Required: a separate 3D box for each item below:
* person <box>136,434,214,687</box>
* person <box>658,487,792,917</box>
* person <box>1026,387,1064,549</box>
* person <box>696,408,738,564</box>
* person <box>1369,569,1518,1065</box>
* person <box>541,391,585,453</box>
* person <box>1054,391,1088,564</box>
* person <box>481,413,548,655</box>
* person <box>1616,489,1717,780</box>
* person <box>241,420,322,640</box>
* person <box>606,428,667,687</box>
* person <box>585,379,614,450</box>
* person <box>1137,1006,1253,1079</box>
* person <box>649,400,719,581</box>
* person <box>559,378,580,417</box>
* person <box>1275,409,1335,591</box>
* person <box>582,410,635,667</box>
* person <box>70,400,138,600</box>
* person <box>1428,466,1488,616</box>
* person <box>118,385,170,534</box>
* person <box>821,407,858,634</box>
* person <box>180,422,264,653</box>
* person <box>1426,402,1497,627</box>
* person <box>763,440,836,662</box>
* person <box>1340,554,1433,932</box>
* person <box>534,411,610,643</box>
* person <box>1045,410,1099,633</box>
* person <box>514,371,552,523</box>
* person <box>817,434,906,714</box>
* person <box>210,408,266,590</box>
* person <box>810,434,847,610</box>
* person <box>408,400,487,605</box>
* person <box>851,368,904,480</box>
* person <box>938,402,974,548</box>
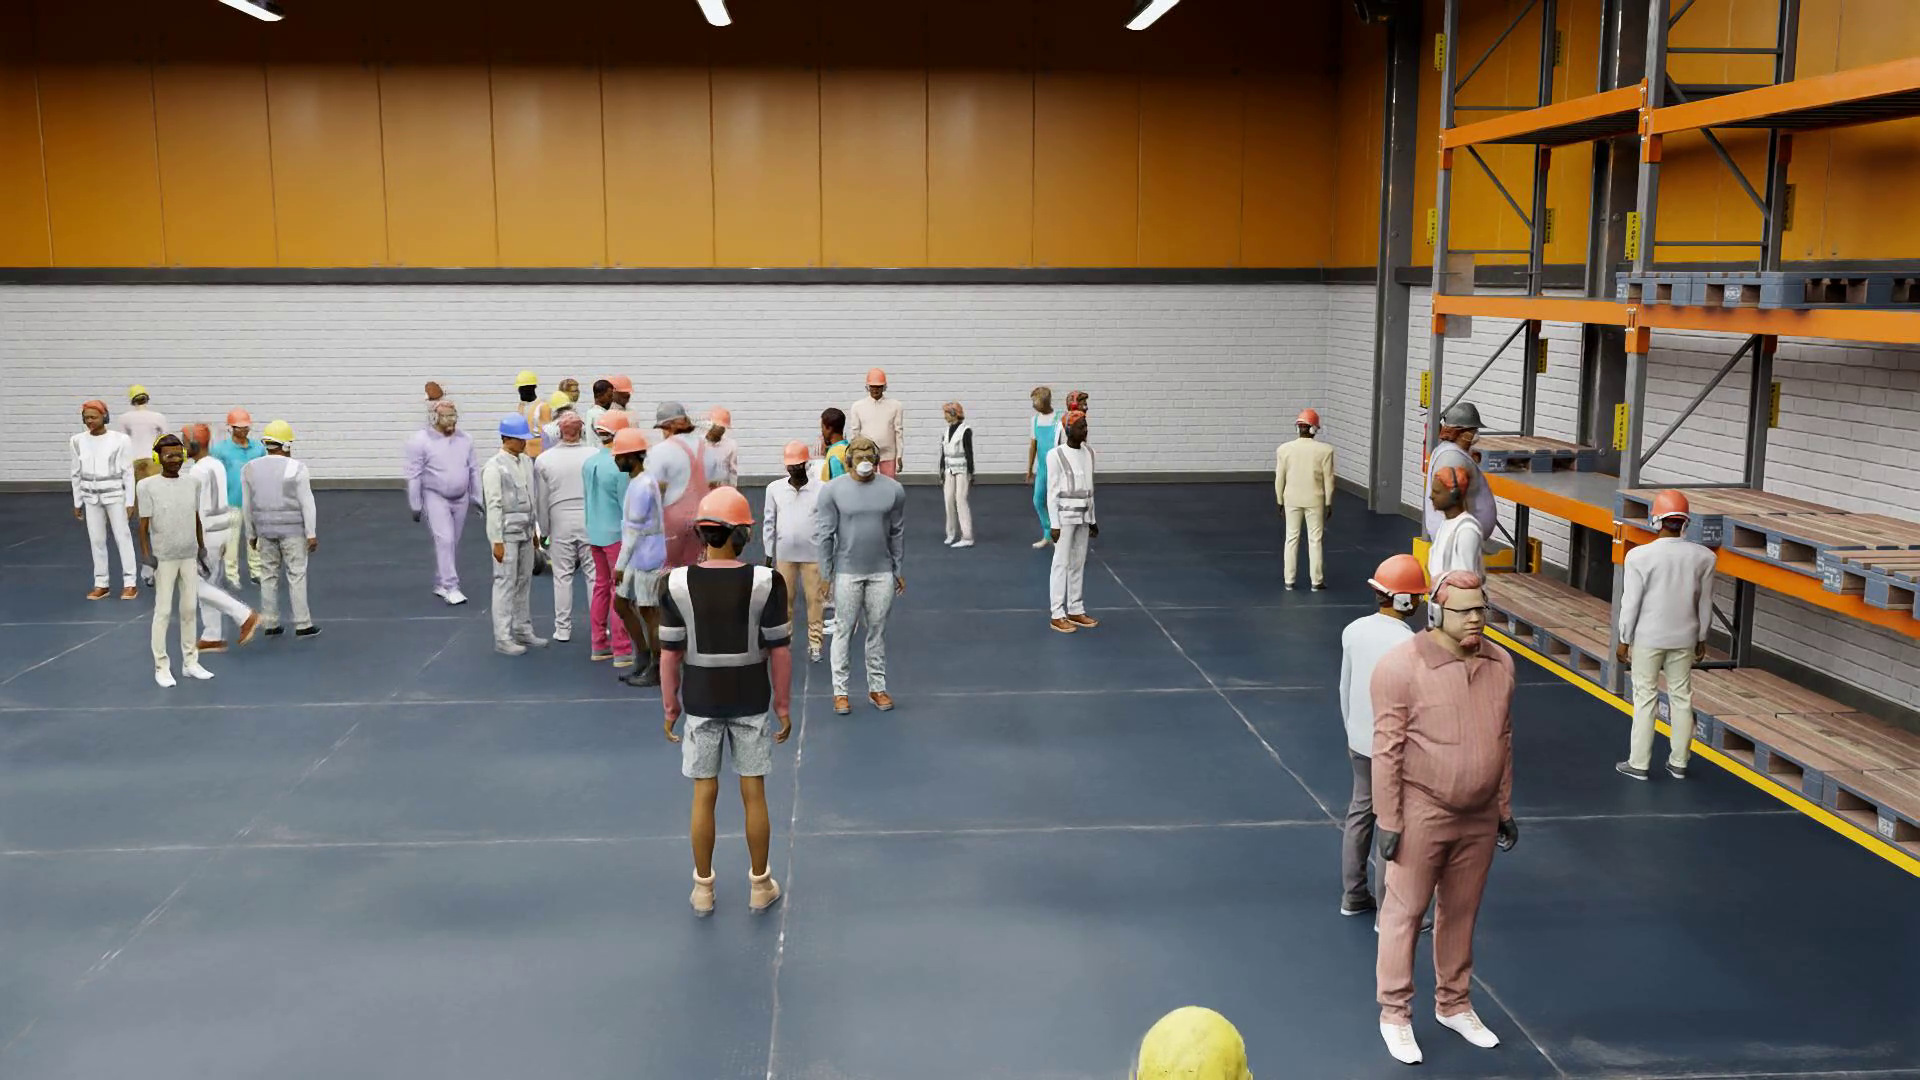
[{"bbox_3d":[-5.805,0.140,12.316,0.310,1.868,0.532,6,11,34],"label":"person"},{"bbox_3d":[-1.101,0.765,7.858,0.615,2.039,0.370,-1,9,-4],"label":"person"},{"bbox_3d":[1.029,-0.768,18.231,0.590,1.812,0.407,8,12,40],"label":"person"},{"bbox_3d":[-2.547,-0.511,16.967,0.577,1.689,0.892,-2,9,-9],"label":"person"},{"bbox_3d":[1.894,1.056,6.444,0.640,1.910,0.407,-3,10,-21],"label":"person"},{"bbox_3d":[-4.230,-0.706,17.917,0.597,1.794,0.882,-6,11,-35],"label":"person"},{"bbox_3d":[1.127,-0.624,17.229,0.382,1.838,0.566,2,9,14],"label":"person"},{"bbox_3d":[-3.562,-0.047,13.300,0.425,1.935,0.616,3,9,17],"label":"person"},{"bbox_3d":[4.218,0.568,9.989,0.572,1.750,0.330,-1,9,-4],"label":"person"},{"bbox_3d":[-5.628,-0.081,13.820,0.601,1.830,0.404,1,9,5],"label":"person"},{"bbox_3d":[-2.386,0.141,12.151,0.515,1.918,0.541,-2,9,-13],"label":"person"},{"bbox_3d":[-3.864,-0.764,17.855,0.390,1.914,0.587,-3,10,-19],"label":"person"},{"bbox_3d":[0.446,1.696,3.096,0.498,1.696,0.911,7,12,39],"label":"person"},{"bbox_3d":[-2.295,-0.173,13.741,0.628,2.000,0.732,7,11,36],"label":"person"},{"bbox_3d":[-4.508,-0.938,19.160,0.327,1.844,0.514,0,9,1],"label":"person"},{"bbox_3d":[3.314,-0.381,15.978,0.565,1.742,0.347,4,10,23],"label":"person"},{"bbox_3d":[-2.692,-0.017,12.956,0.405,1.986,0.621,-9,12,-43],"label":"person"},{"bbox_3d":[-7.964,-0.367,15.485,0.578,1.877,0.348,0,9,0],"label":"person"},{"bbox_3d":[3.039,0.477,10.212,0.370,1.876,0.569,0,9,2],"label":"person"},{"bbox_3d":[-9.519,-0.945,19.527,0.615,1.743,0.492,-1,9,-9],"label":"person"},{"bbox_3d":[-1.003,-0.163,14.069,0.371,1.915,0.597,0,9,3],"label":"person"},{"bbox_3d":[-5.929,-0.008,13.235,0.547,1.870,0.586,-2,9,-10],"label":"person"},{"bbox_3d":[3.948,-0.073,13.114,0.537,2.000,0.689,1,9,6],"label":"person"},{"bbox_3d":[-1.257,0.092,12.979,0.573,1.749,0.343,1,9,4],"label":"person"},{"bbox_3d":[2.001,0.930,7.716,0.341,1.749,0.572,-4,10,-23],"label":"person"},{"bbox_3d":[-3.173,-0.107,13.735,0.643,1.913,0.411,-3,9,-16],"label":"person"},{"bbox_3d":[0.966,-0.162,14.182,0.354,1.880,0.576,8,12,42],"label":"person"},{"bbox_3d":[-4.991,-1.028,19.525,0.590,1.916,0.420,8,12,42],"label":"person"},{"bbox_3d":[-0.675,0.232,11.520,0.635,1.937,0.352,-3,10,-20],"label":"person"},{"bbox_3d":[-6.930,-0.403,16.086,0.326,1.752,0.559,7,11,36],"label":"person"},{"bbox_3d":[-1.152,-0.170,15.046,0.377,1.625,0.518,-8,12,-42],"label":"person"},{"bbox_3d":[-4.656,-0.341,15.312,0.870,1.871,0.644,7,12,39],"label":"person"},{"bbox_3d":[-0.934,-0.953,18.834,0.608,1.987,0.401,-1,9,-5],"label":"person"},{"bbox_3d":[-0.013,-0.737,18.630,0.361,1.613,0.590,-6,11,-33],"label":"person"}]
